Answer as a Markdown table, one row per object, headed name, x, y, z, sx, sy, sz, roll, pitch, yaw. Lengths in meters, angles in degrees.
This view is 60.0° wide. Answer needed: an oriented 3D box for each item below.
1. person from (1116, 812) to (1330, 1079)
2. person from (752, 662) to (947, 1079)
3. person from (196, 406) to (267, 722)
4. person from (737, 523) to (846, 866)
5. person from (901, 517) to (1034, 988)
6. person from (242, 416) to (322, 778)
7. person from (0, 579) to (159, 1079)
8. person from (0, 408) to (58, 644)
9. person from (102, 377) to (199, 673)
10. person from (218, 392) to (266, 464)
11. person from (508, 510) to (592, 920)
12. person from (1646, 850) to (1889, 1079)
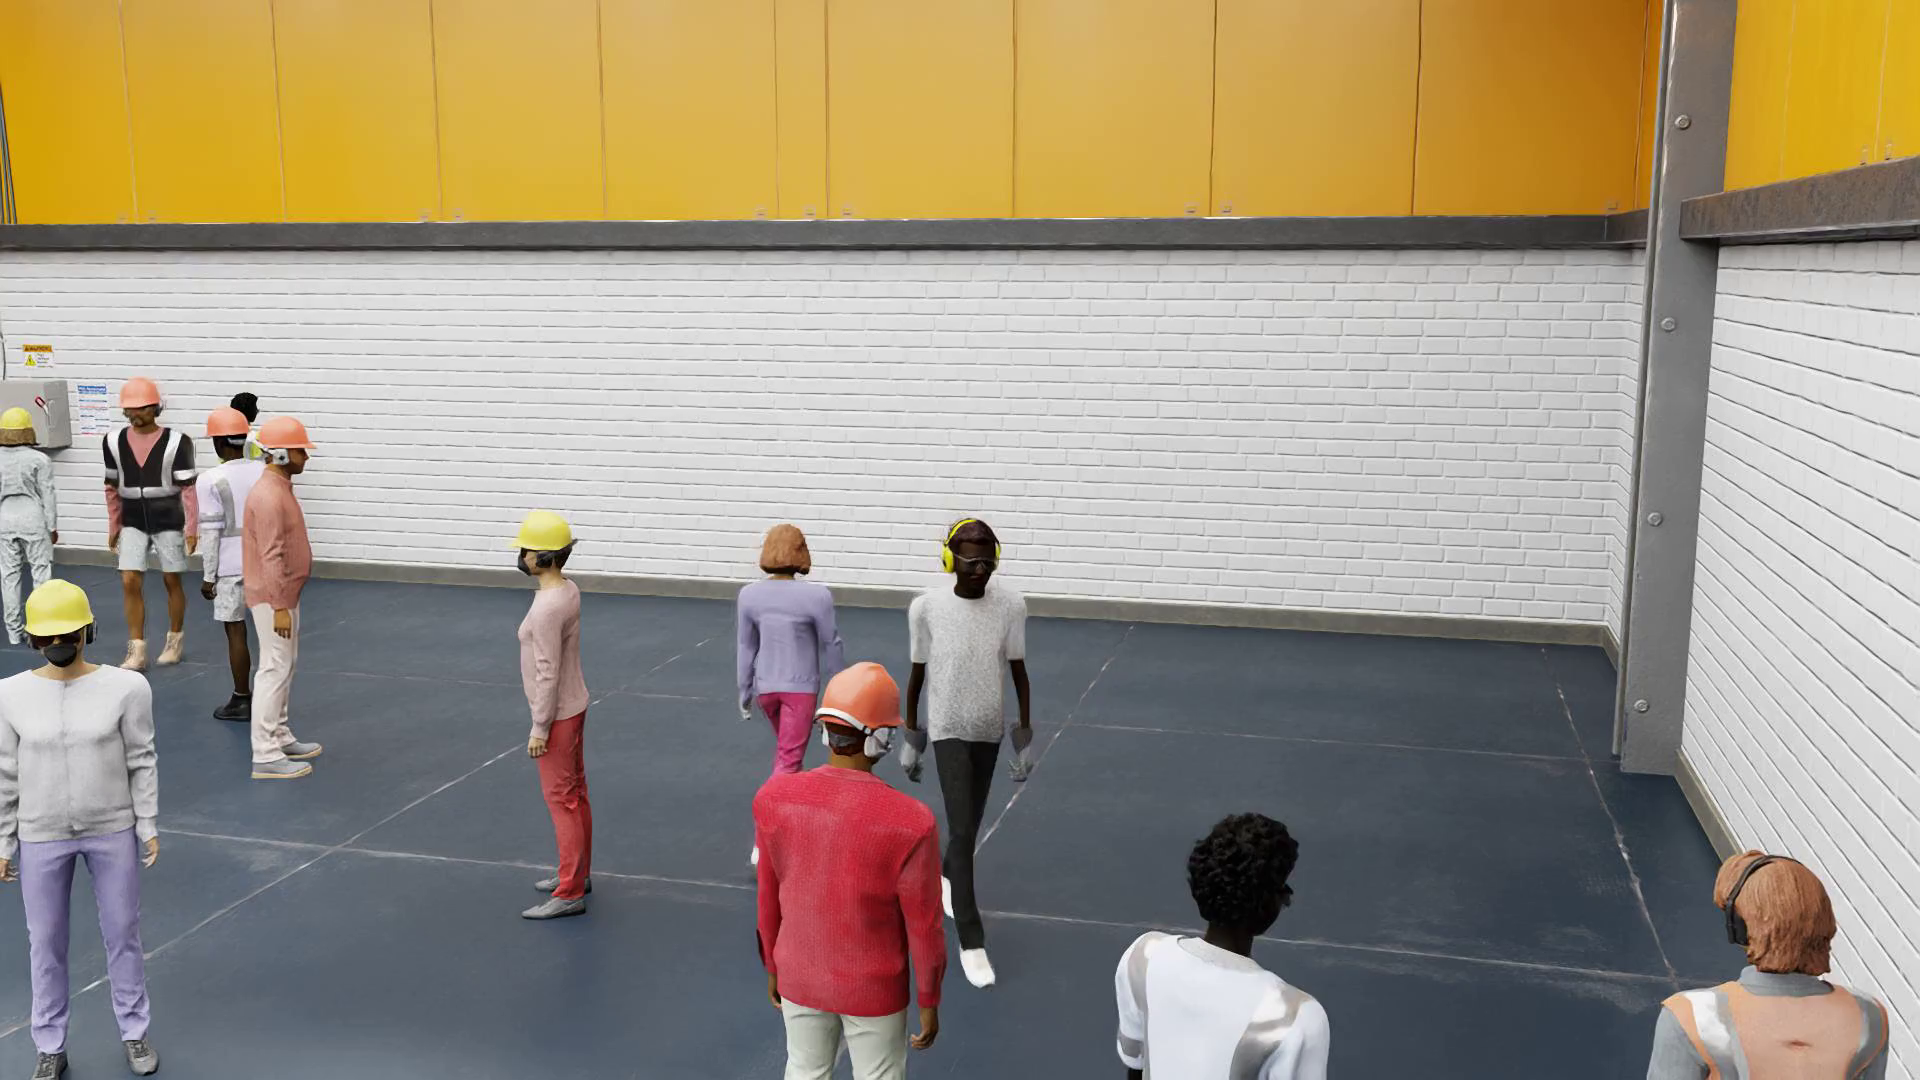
| name | x | y | z | sx | sy | sz | roll | pitch | yaw |
| --- | --- | --- | --- | --- | --- | --- | --- | --- | --- |
| person | 0.553 | 1.404 | 3.549 | 0.320 | 1.686 | 0.539 | -9 | 13 | -43 |
| person | -0.293 | 1.196 | 4.625 | 0.573 | 1.738 | 0.354 | 4 | 10 | 22 |
| person | -4.419 | 0.147 | 10.210 | 0.355 | 1.938 | 0.544 | 6 | 11 | 30 |
| person | -0.826 | 0.718 | 7.874 | 0.509 | 1.592 | 0.859 | 5 | 11 | 26 |
| person | 0.026 | 0.787 | 6.840 | 0.526 | 1.818 | 0.974 | -3 | 10 | -17 |
| person | -3.717 | 0.307 | 9.172 | 0.431 | 1.981 | 0.629 | -2 | 10 | -14 |
| person | -3.013 | 1.002 | 5.684 | 0.522 | 1.769 | 0.311 | -5 | 11 | -27 |
| person | -6.892 | -0.103 | 12.252 | 0.487 | 1.743 | 0.315 | -1 | 10 | -5 |
| person | -5.536 | -0.083 | 11.315 | 0.637 | 2.018 | 0.824 | -1 | 10 | -7 |
| person | -6.091 | -0.417 | 14.241 | 0.540 | 1.695 | 0.317 | 4 | 11 | 23 |
| person | -1.761 | 0.745 | 7.185 | 0.305 | 1.772 | 0.525 | -1 | 10 | -3 |
| person | 1.646 | 1.447 | 3.462 | 0.525 | 1.631 | 0.320 | -1 | 10 | -8 |
